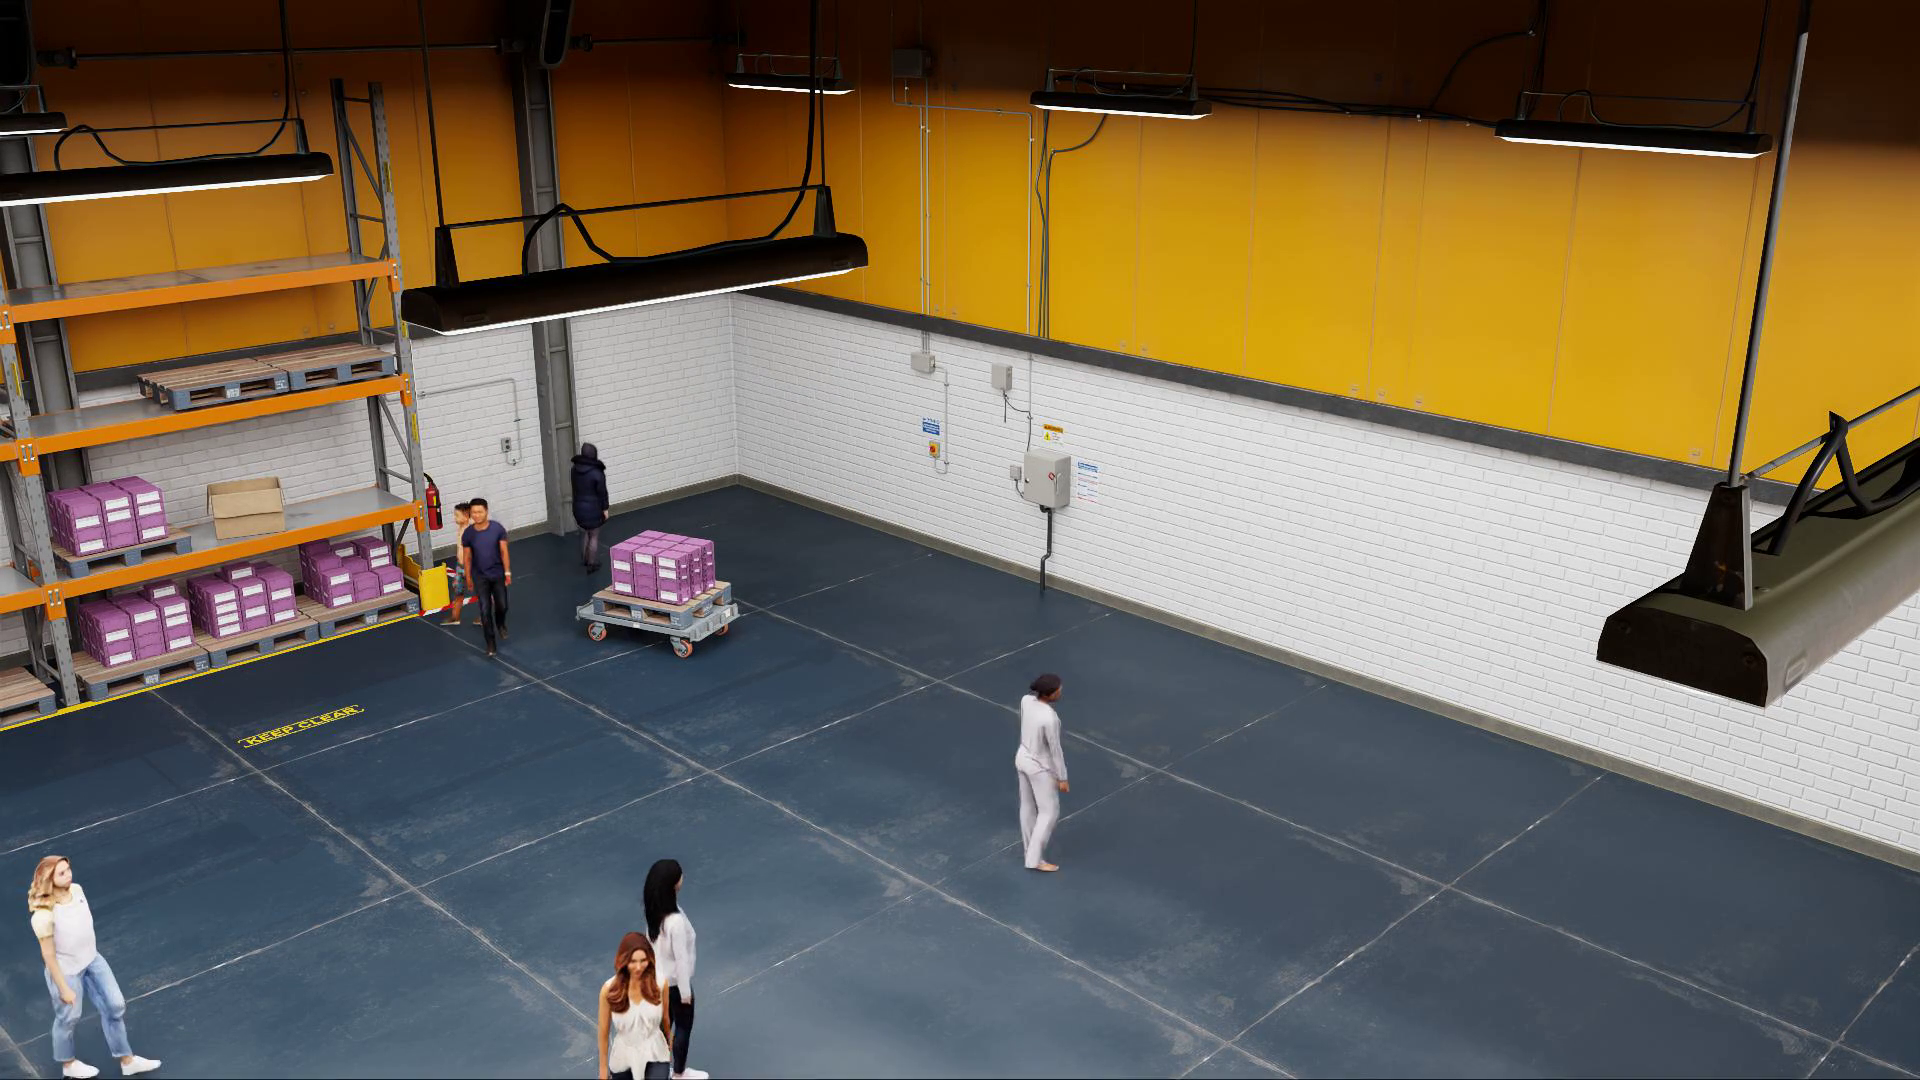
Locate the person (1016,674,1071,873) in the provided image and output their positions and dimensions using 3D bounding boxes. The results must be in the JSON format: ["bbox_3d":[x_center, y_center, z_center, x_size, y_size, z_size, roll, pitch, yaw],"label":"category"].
[{"bbox_3d":[0.628,1.865,13.797,0.757,1.719,0.701,15,24,38],"label":"person"}]

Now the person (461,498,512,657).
[{"bbox_3d":[-5.147,0.363,18.165,0.910,1.779,0.927,-5,19,-14],"label":"person"}]

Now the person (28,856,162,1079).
[{"bbox_3d":[-5.923,2.840,10.935,1.020,1.698,0.985,2,19,5],"label":"person"}]

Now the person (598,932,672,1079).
[{"bbox_3d":[-1.965,3.110,10.079,1.205,1.734,1.093,-4,19,-11],"label":"person"}]

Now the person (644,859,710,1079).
[{"bbox_3d":[-1.915,2.864,10.874,0.638,1.693,0.664,-15,24,-37],"label":"person"}]

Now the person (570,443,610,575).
[{"bbox_3d":[-4.626,-0.369,20.514,0.755,1.667,0.755,10,21,27],"label":"person"}]

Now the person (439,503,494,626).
[{"bbox_3d":[-5.527,0.275,18.956,0.538,1.441,0.812,17,25,42],"label":"person"}]
